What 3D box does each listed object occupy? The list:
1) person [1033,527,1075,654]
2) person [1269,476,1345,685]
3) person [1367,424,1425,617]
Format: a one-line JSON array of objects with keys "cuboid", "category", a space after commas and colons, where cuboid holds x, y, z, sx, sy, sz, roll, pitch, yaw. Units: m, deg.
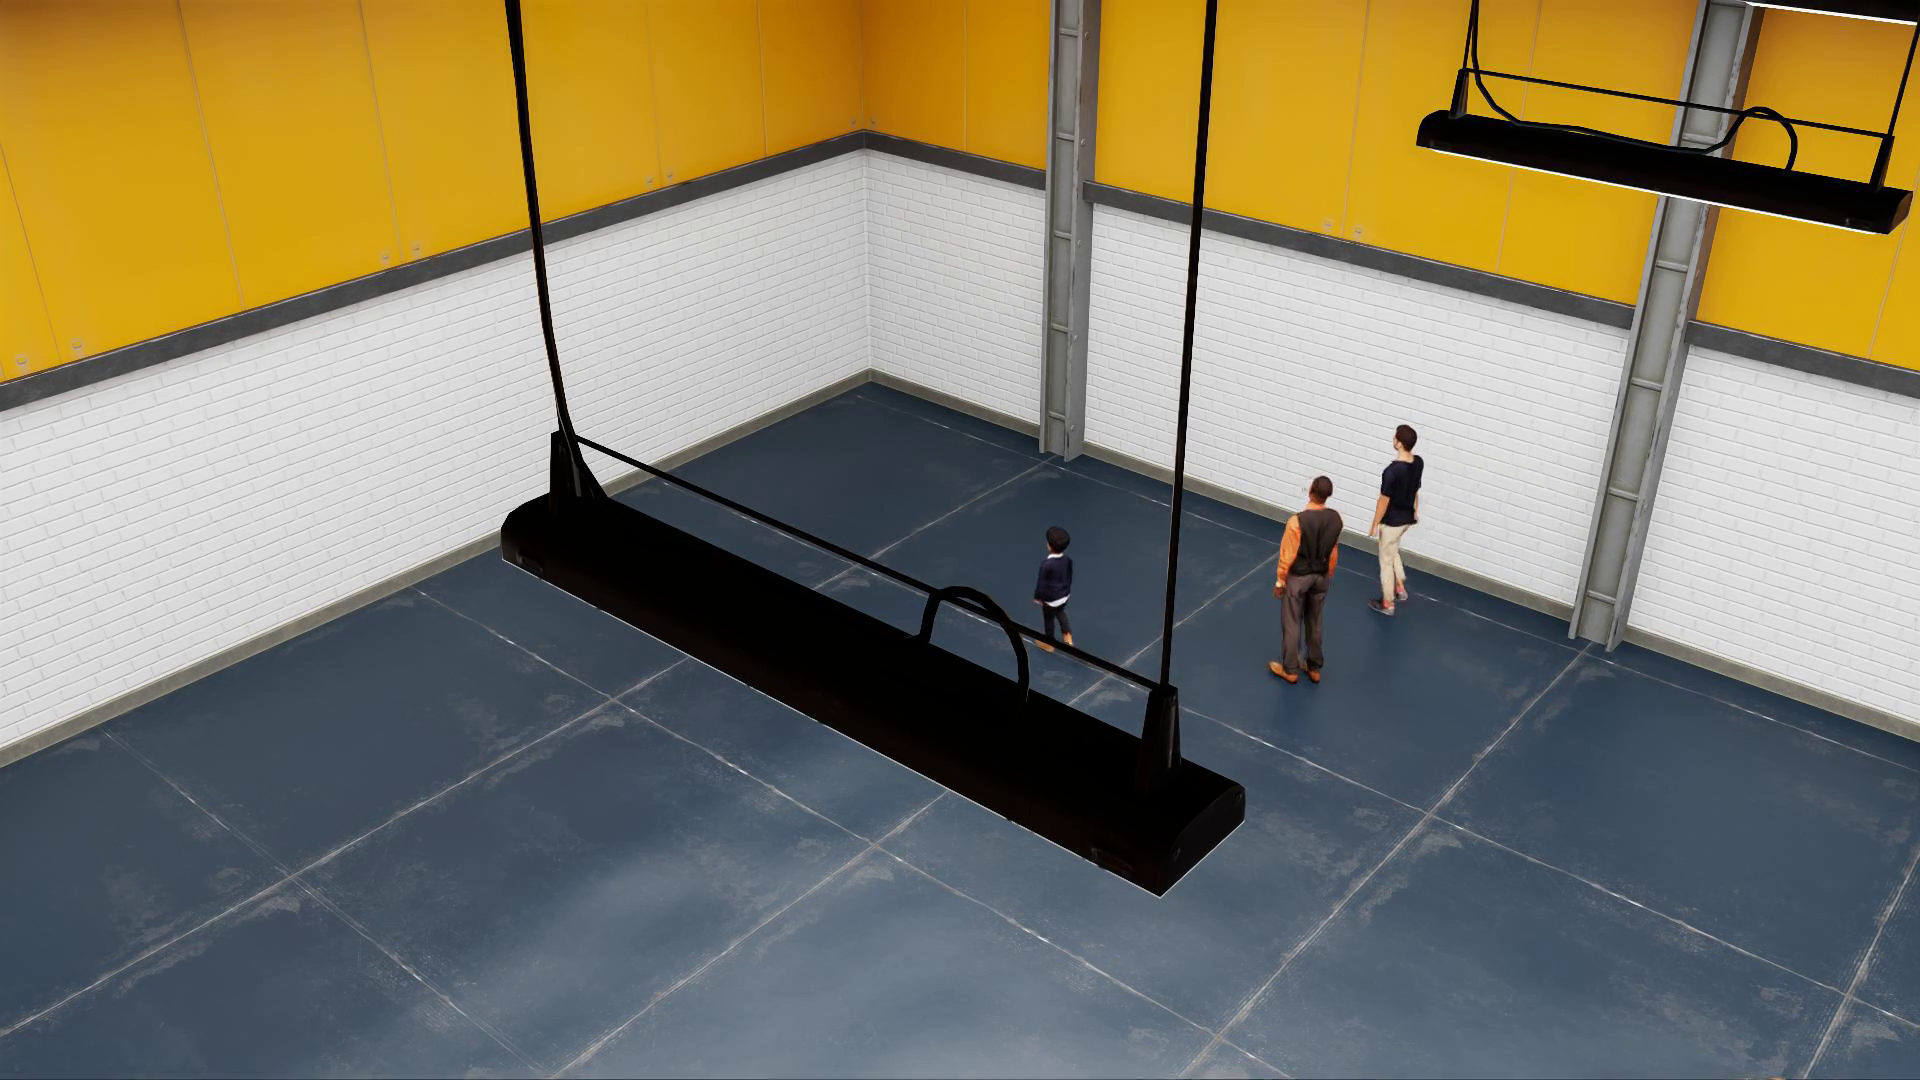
[{"cuboid": [0.852, 0.458, 14.435, 0.564, 1.219, 0.642, -21, 35, -33], "category": "person"}, {"cuboid": [2.907, 0.338, 13.940, 0.829, 1.904, 0.844, -14, 32, -24], "category": "person"}, {"cuboid": [3.974, -0.141, 14.878, 0.719, 1.846, 0.707, -22, 35, -34], "category": "person"}]
